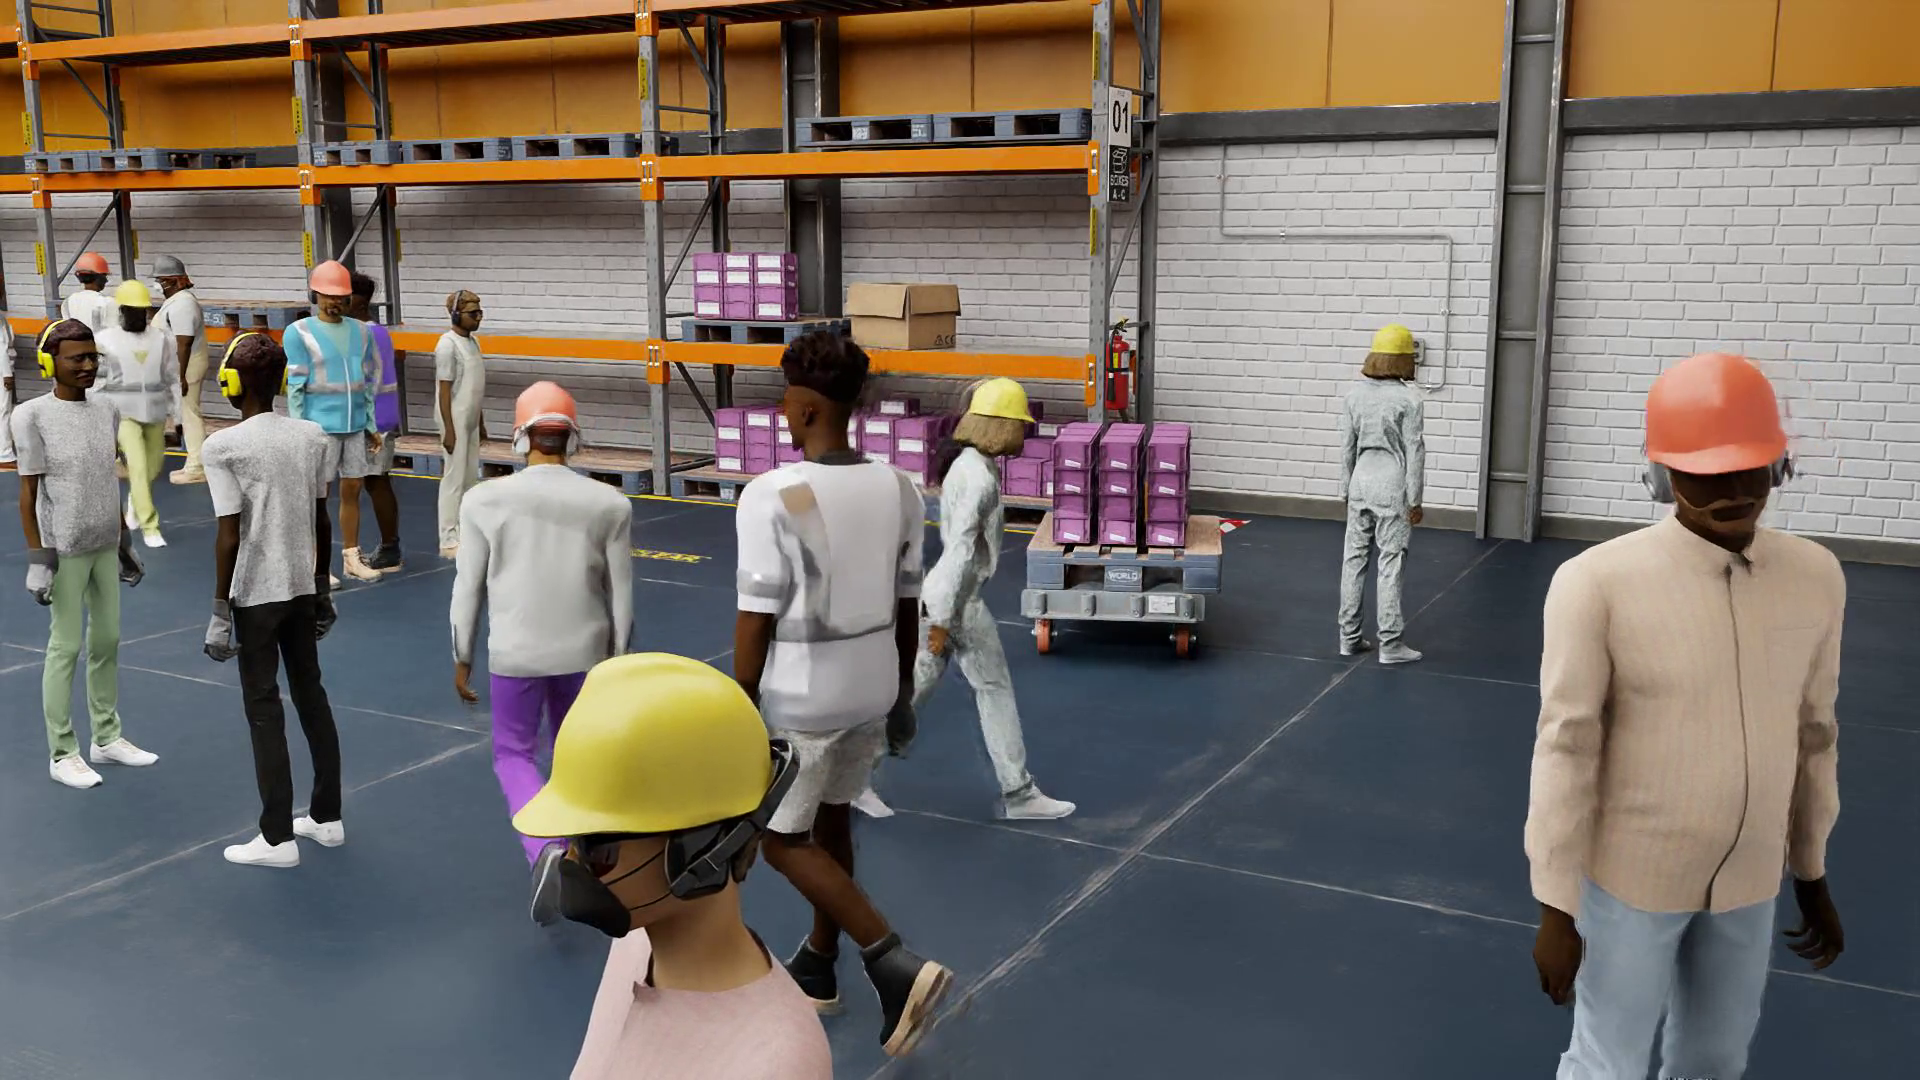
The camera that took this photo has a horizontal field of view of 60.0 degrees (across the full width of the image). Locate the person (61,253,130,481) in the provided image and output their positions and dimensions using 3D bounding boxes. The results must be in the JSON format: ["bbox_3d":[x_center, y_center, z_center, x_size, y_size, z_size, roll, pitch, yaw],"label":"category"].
[{"bbox_3d":[-7.712,-1.545,14.937,0.612,2.040,0.398,4,11,20],"label":"person"}]

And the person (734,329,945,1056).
[{"bbox_3d":[-0.319,0.413,4.463,0.735,1.950,0.617,9,13,39],"label":"person"}]

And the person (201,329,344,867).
[{"bbox_3d":[-2.409,0.208,5.803,0.317,1.870,0.531,5,11,26],"label":"person"}]

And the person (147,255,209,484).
[{"bbox_3d":[-6.997,-1.528,14.849,0.536,2.000,0.684,-4,11,-21],"label":"person"}]

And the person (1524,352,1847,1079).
[{"bbox_3d":[1.376,0.640,3.167,0.656,1.976,0.390,-3,11,-14],"label":"person"}]

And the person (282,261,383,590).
[{"bbox_3d":[-3.875,-0.712,10.382,0.398,2.037,0.610,7,13,35],"label":"person"}]

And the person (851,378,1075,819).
[{"bbox_3d":[-0.054,0.237,6.179,0.914,1.678,0.512,-1,10,-7],"label":"person"}]

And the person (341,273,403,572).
[{"bbox_3d":[-3.857,-0.754,10.882,0.418,1.952,0.664,0,10,-2],"label":"person"}]

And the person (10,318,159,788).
[{"bbox_3d":[-3.526,0.045,6.698,0.309,1.868,0.535,3,11,18],"label":"person"}]

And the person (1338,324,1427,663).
[{"bbox_3d":[2.197,-0.240,8.611,0.324,1.740,0.492,-9,13,-39],"label":"person"}]

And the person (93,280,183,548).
[{"bbox_3d":[-5.915,-0.918,11.930,0.596,1.897,0.834,-10,14,-43],"label":"person"}]

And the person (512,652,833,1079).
[{"bbox_3d":[-0.295,0.985,1.827,0.310,1.768,0.533,-6,12,-29],"label":"person"}]

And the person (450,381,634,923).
[{"bbox_3d":[-1.314,0.363,5.356,0.592,1.723,0.663,-5,12,-28],"label":"person"}]

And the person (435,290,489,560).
[{"bbox_3d":[-3.384,-0.778,11.329,0.356,1.834,0.518,1,10,6],"label":"person"}]
